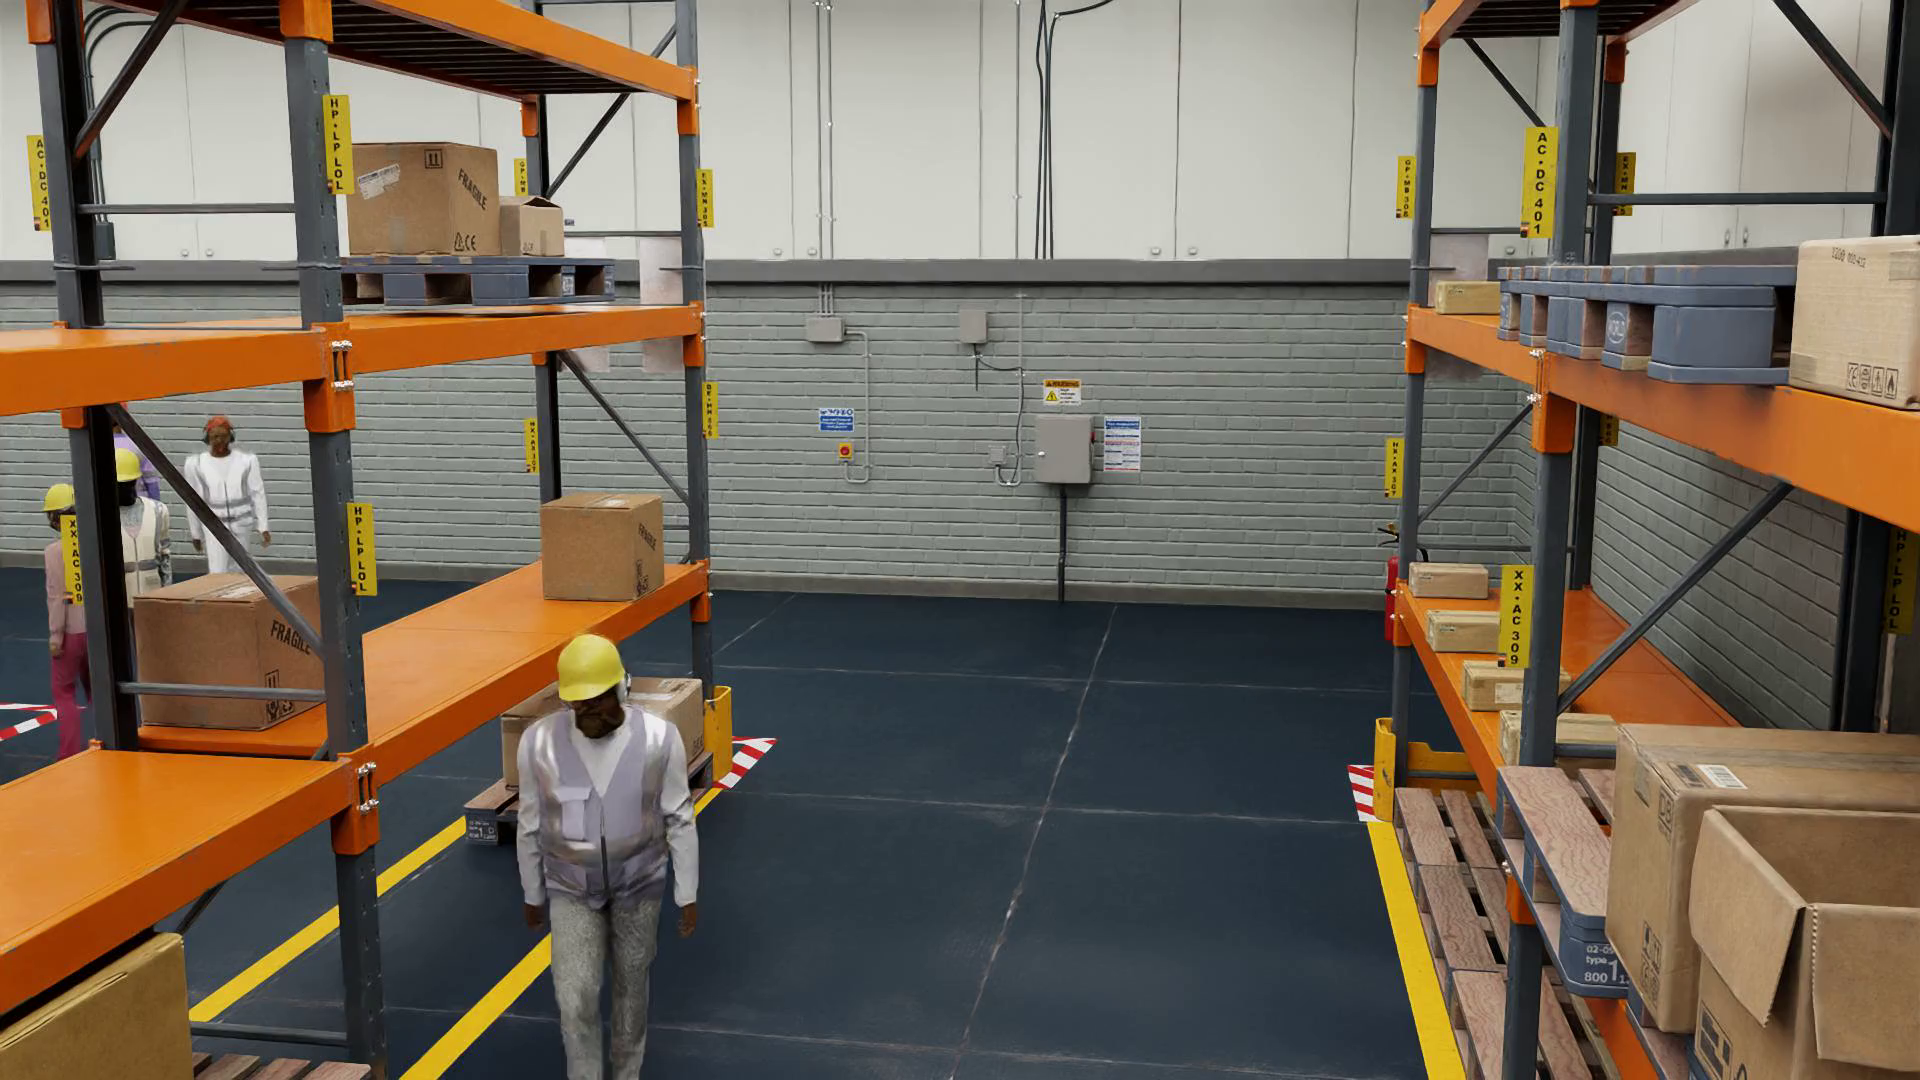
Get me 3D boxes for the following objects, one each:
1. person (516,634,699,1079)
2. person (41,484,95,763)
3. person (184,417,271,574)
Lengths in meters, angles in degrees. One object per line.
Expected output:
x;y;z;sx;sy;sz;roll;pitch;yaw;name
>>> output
-1.204;1.215;5.715;0.620;1.800;0.724;-2;9;-13;person
-5.349;0.538;10.060;0.352;1.757;0.560;1;9;6;person
-5.972;-0.080;13.597;0.594;1.831;0.971;-5;11;-30;person
